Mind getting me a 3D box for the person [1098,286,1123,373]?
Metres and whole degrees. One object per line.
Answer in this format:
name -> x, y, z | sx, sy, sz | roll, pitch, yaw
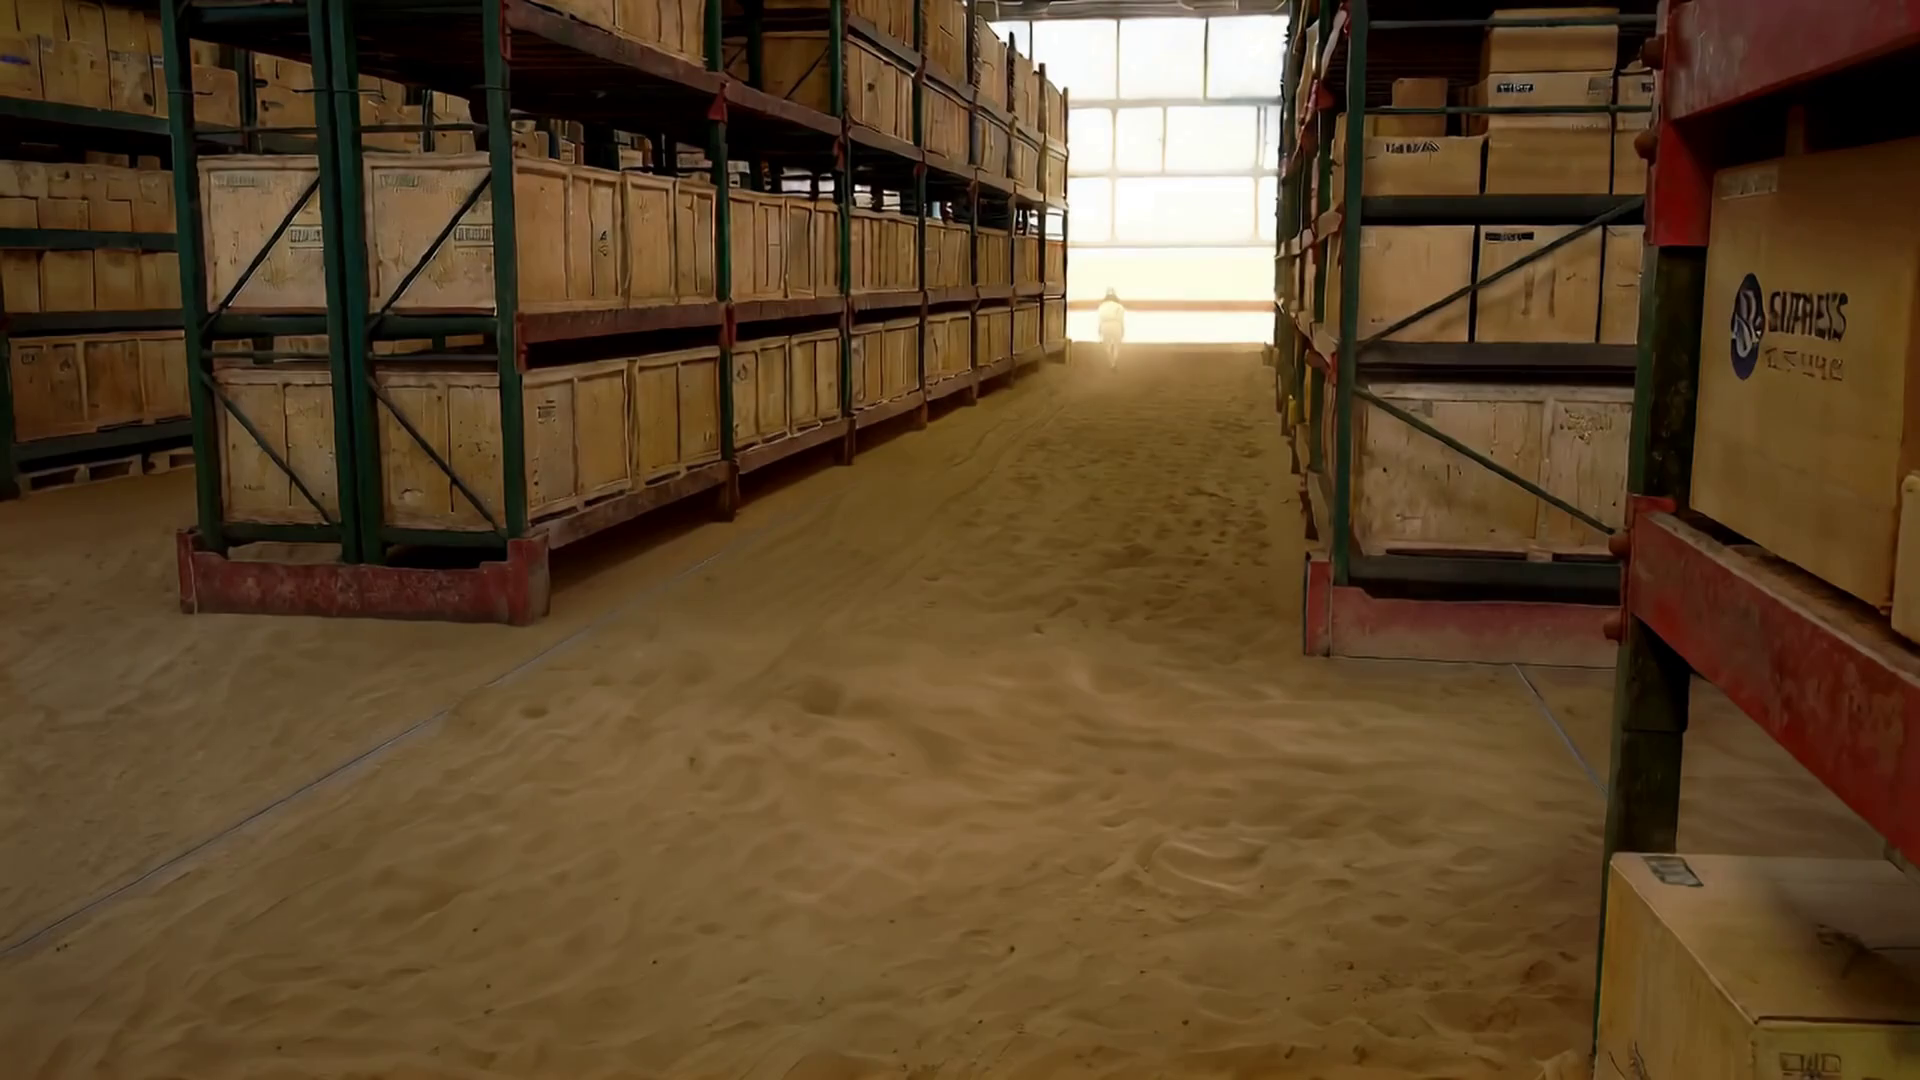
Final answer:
person -> 3.045, -4.248, 33.579 | 0.511, 1.722, 0.636 | 1, 9, 7
